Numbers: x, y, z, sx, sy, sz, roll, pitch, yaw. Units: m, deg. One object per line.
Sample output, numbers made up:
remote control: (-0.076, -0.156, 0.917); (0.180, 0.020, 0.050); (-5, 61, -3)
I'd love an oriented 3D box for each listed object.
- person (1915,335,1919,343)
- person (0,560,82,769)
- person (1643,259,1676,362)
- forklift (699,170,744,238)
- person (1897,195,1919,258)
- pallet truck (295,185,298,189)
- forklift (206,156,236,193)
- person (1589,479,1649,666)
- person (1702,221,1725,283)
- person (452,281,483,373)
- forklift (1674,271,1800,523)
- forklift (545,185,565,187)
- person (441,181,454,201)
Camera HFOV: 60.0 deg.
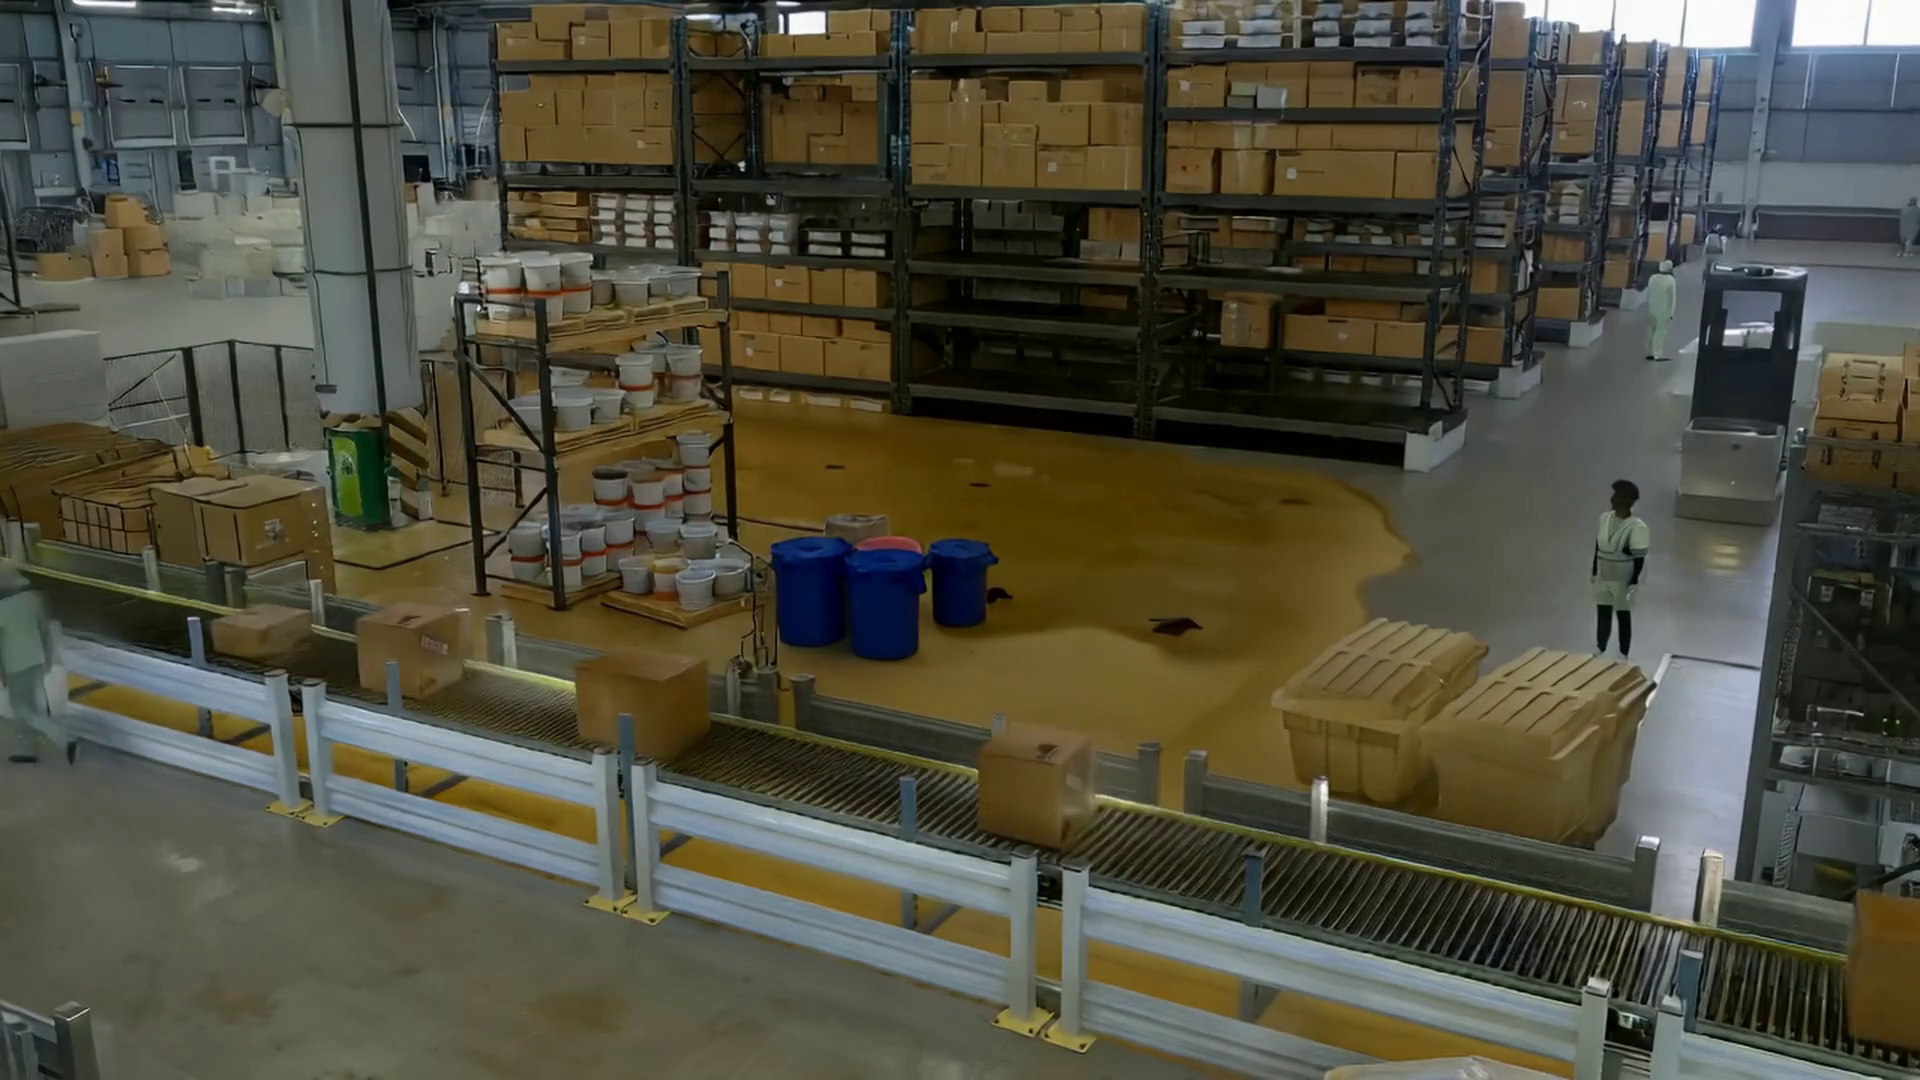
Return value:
person: (19.240, -4.529, 32.582); (0.734, 1.592, 0.514); (7, 16, 25)
person: (-6.749, 0.927, 12.082); (0.712, 1.602, 0.504); (4, 15, 14)
person: (13.135, -4.293, 31.128); (0.398, 1.899, 0.650); (-6, 16, -22)
forklift: (-6.984, -9.917, 50.382); (1.129, 2.768, 1.873); (8, 17, 28)
person: (29.181, -9.622, 51.137); (0.411, 1.909, 0.643); (-6, 16, -23)
pallet truck: (-26.804, -14.617, 69.738); (1.885, 1.965, 0.823); (-14, 20, -42)
forklift: (-25.681, -11.975, 58.117); (1.873, 2.768, 1.129); (8, 17, 28)
person: (5.592, 0.316, 14.181); (0.318, 1.697, 0.535); (-6, 16, -22)
person: (19.757, -7.515, 43.643); (0.535, 1.687, 0.505); (8, 17, 27)
person: (-8.666, -3.707, 29.336); (0.547, 1.685, 0.322); (-11, 19, -36)
forklift: (9.269, -1.763, 19.726); (1.129, 2.768, 1.873); (8, 17, 27)
forklift: (-15.579, -13.559, 64.071); (1.873, 2.768, 1.129); (6, 16, 22)
person: (-18.446, -11.938, 59.846); (0.550, 1.913, 0.866); (8, 17, 29)
